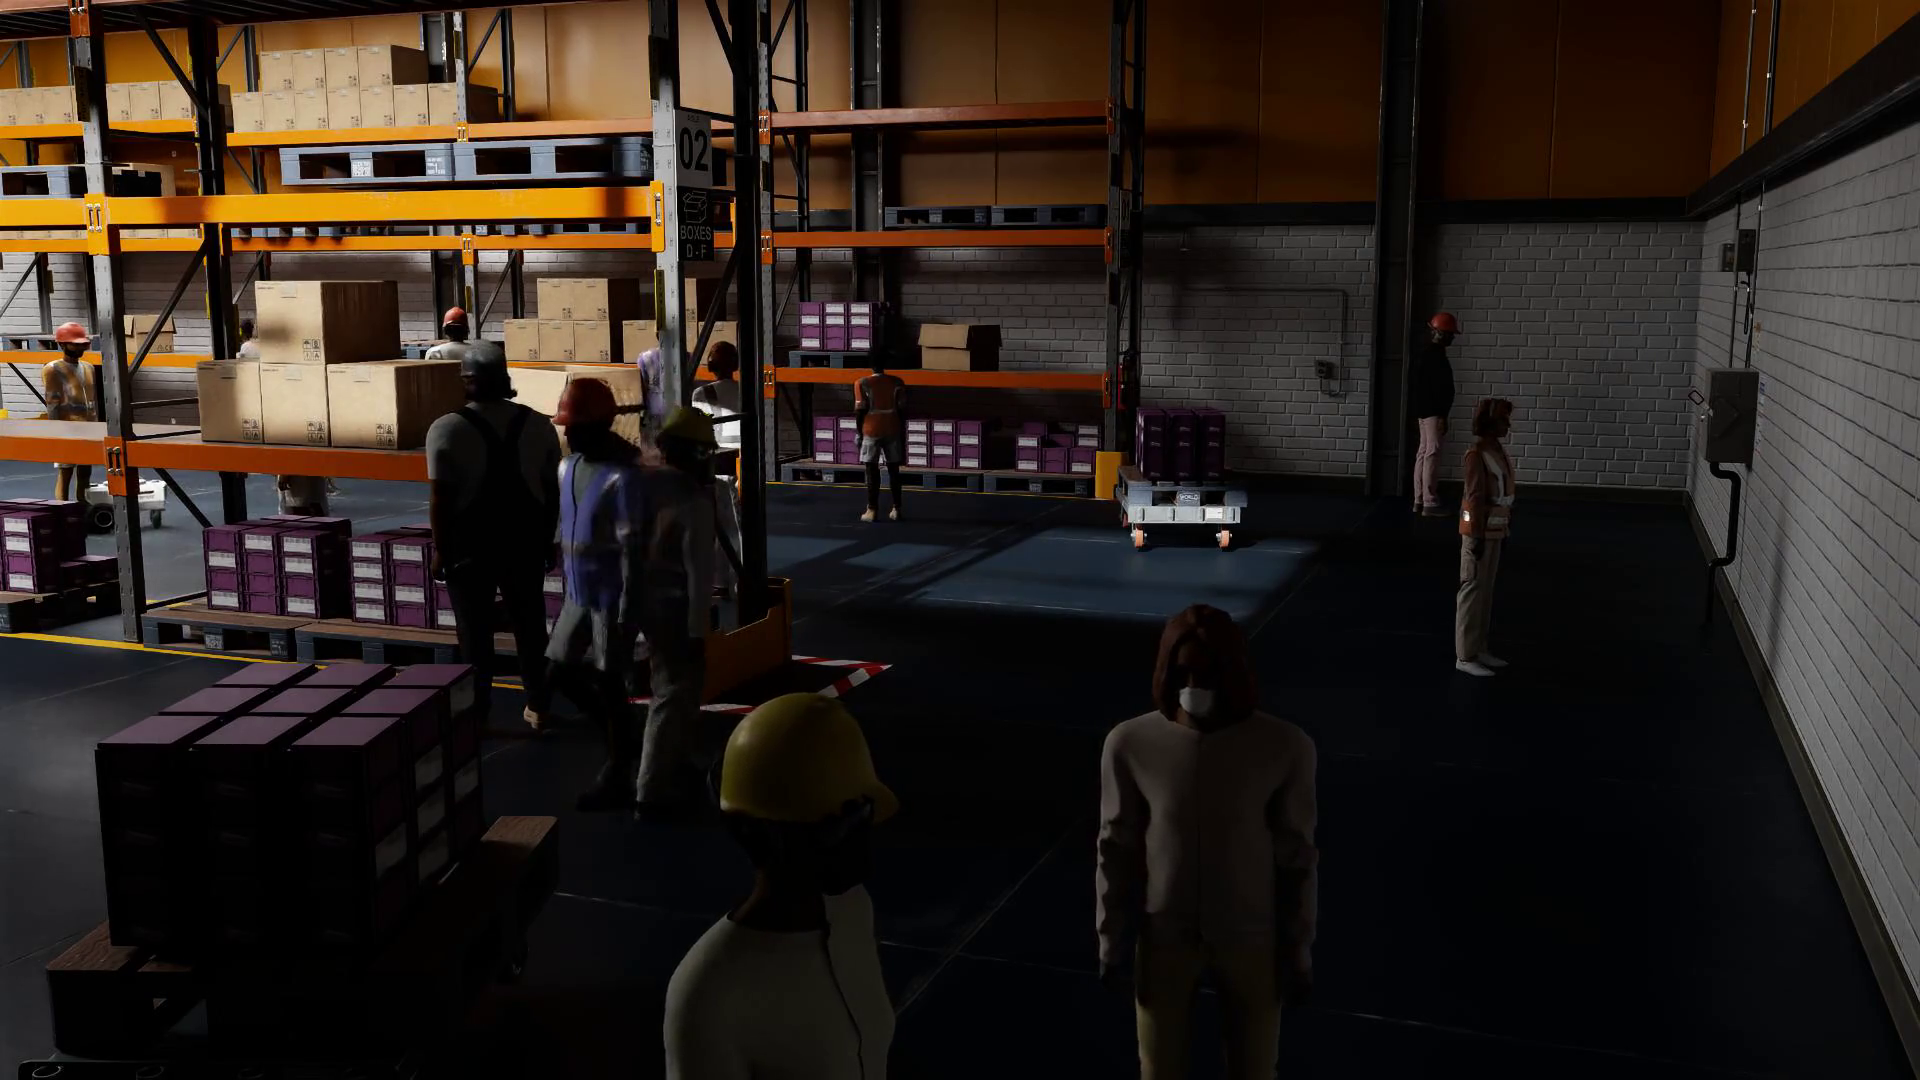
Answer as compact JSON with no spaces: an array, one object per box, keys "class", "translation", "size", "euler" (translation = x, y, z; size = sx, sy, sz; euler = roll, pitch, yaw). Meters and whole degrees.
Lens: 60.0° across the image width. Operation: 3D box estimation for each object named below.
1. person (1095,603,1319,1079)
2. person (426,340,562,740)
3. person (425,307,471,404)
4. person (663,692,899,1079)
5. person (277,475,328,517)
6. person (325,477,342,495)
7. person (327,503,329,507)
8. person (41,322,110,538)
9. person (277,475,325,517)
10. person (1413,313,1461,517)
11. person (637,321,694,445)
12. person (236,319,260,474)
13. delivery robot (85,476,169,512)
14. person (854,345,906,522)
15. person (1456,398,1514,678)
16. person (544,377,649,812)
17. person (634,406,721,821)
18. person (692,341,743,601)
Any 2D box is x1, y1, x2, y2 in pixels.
[{"class":"person","translation":[0.566,0.943,3.852],"size":[0.507,1.624,0.295],"euler":[2,9,14]},{"class":"person","translation":[-2.409,-0.013,8.540],"size":[0.689,2.000,0.537],"euler":[-6,11,-34]},{"class":"person","translation":[-4.910,-1.255,16.326],"size":[0.615,2.042,0.372],"euler":[-4,10,-22]},{"class":"person","translation":[-0.236,1.089,2.476],"size":[0.316,1.769,0.523],"euler":[4,10,22]},{"class":"person","translation":[-6.131,-0.996,15.376],"size":[0.631,1.835,0.429],"euler":[-6,11,-32]},{"class":"person","translation":[-7.054,-1.450,17.943],"size":[0.832,1.931,0.620],"euler":[6,11,34]},{"class":"person","translation":[-6.539,-1.232,16.624],"size":[0.402,1.904,0.651],"euler":[-1,9,-8]},{"class":"person","translation":[-7.939,-0.984,14.955],"size":[0.370,1.939,0.543],"euler":[3,9,16]},{"class":"person","translation":[-4.953,-0.586,12.458],"size":[0.359,1.939,0.542],"euler":[1,9,3]},{"class":"person","translation":[4.680,-1.228,16.342],"size":[0.393,1.985,0.611],"euler":[0,9,0]},{"class":"person","translation":[-3.090,-1.381,17.495],"size":[0.594,1.922,0.387],"euler":[-3,10,-18]},{"class":"person","translation":[-8.461,-1.691,19.702],"size":[0.723,1.832,0.691],"euler":[2,9,13]},{"class":"delivery robot","translation":[-7.751,-0.419,15.445],"size":[0.707,0.478,0.477],"euler":[-7,11,-36]},{"class":"person","translation":[-0.765,-1.015,15.904],"size":[0.534,1.697,0.322],"euler":[-4,10,-25]},{"class":"person","translation":[3.109,-0.023,9.856],"size":[0.307,1.641,0.513],"euler":[6,11,31]},{"class":"person","translation":[-1.598,0.245,7.300],"size":[0.567,1.918,0.399],"euler":[8,12,40]},{"class":"person","translation":[-1.289,0.310,7.340],"size":[0.596,1.777,0.615],"euler":[-8,12,-40]},{"class":"person","translation":[-1.691,-0.499,12.084],"size":[0.584,1.882,0.339],"euler":[-8,12,-40]}]
